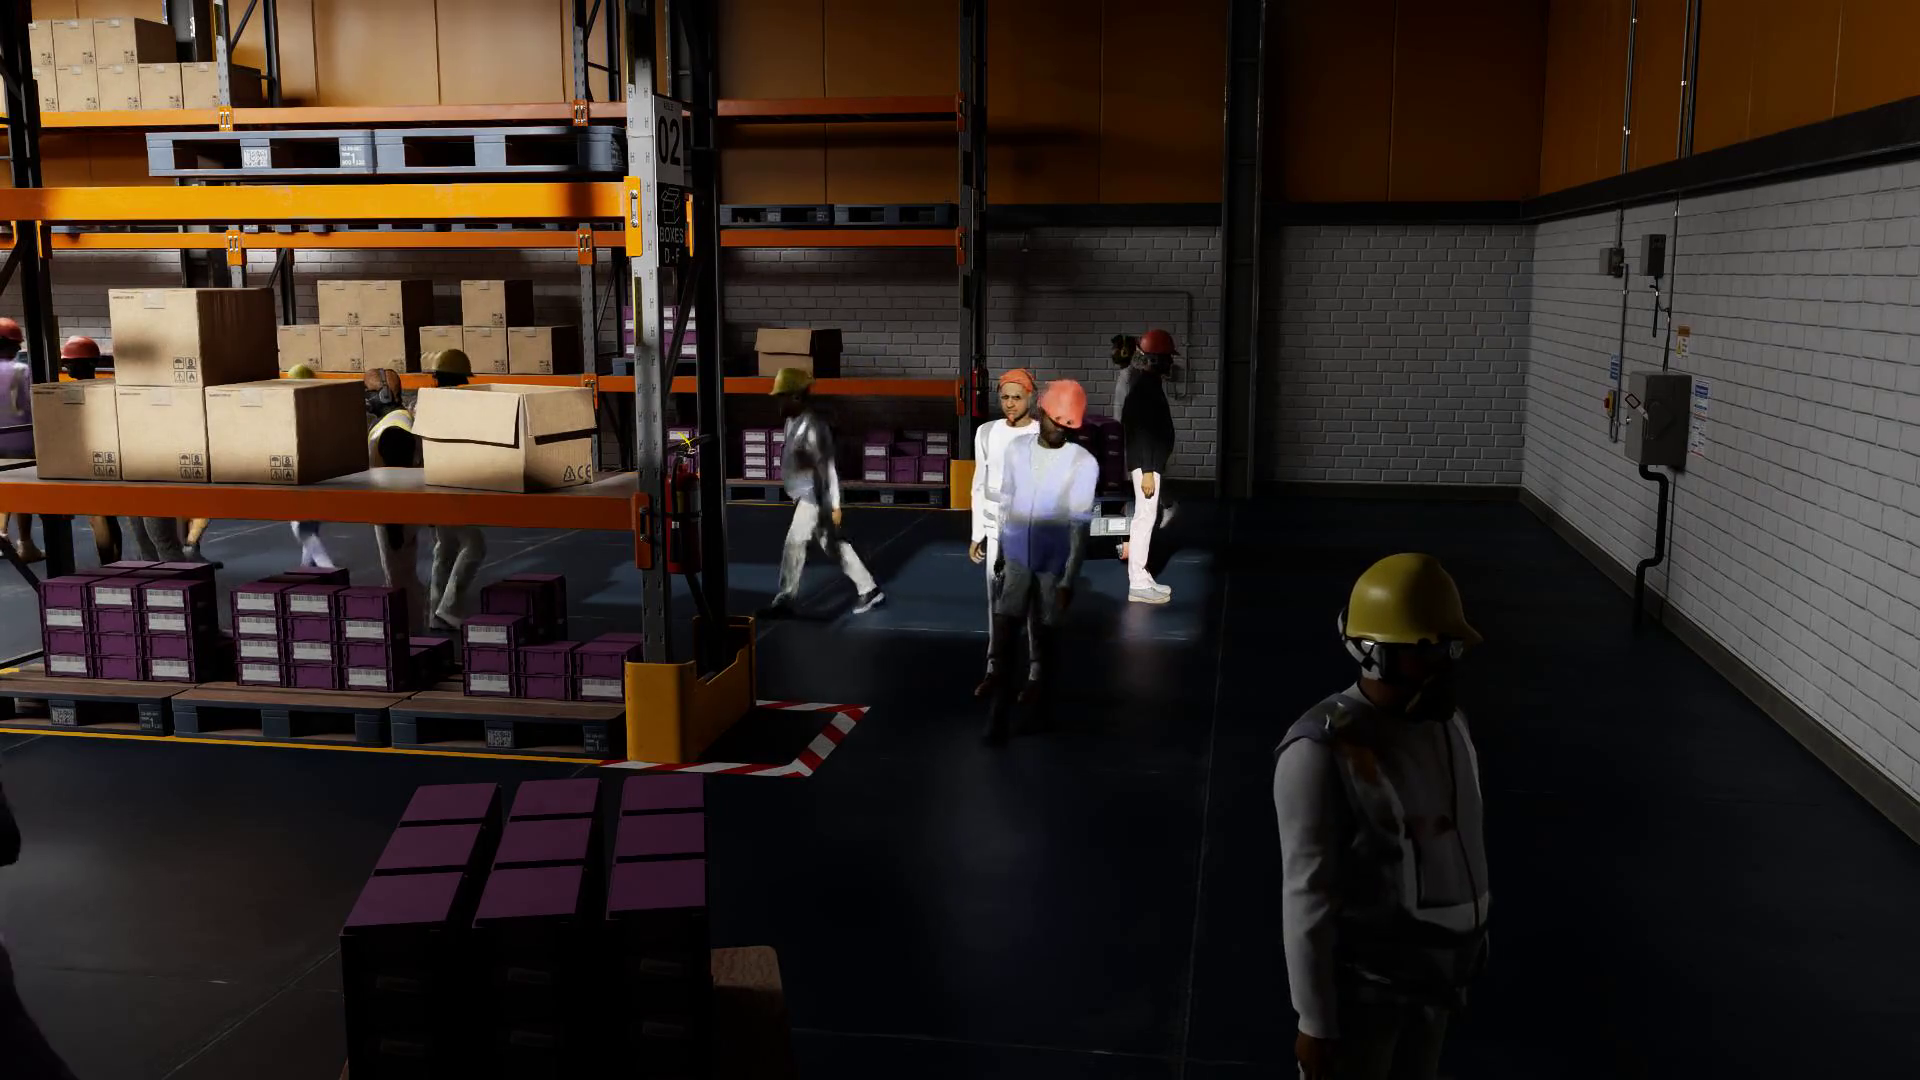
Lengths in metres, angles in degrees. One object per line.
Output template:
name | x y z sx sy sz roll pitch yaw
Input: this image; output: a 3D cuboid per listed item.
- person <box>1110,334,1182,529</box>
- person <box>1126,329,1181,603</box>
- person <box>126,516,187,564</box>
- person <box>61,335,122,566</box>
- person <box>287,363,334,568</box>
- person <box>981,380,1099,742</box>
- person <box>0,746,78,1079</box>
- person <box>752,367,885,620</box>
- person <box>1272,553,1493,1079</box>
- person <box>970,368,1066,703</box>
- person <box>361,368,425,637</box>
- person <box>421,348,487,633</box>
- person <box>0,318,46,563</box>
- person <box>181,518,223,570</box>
person | 1.626 -1.008 15.586 0.865 1.841 0.527 0 9 0
person | 1.408 -0.543 12.197 0.395 1.990 0.625 2 9 10
person | -5.489 -0.362 11.249 0.631 1.940 0.372 7 11 37
person | -6.514 -0.558 12.468 0.361 1.938 0.545 -2 9 -11
person | -4.833 -0.443 12.369 0.801 1.736 0.530 7 12 39
person | 0.395 0.118 8.452 0.630 1.874 0.654 4 10 25
person | -2.592 0.780 4.366 0.932 1.863 0.674 -3 10 -17
person | -0.961 -0.326 11.579 0.944 1.778 0.593 -2 9 -15
person | 0.913 0.931 3.544 0.587 1.835 0.403 -9 13 -43
person | 0.326 -0.025 9.354 0.581 1.879 0.350 5 11 29
person | -3.485 -0.138 10.199 0.430 1.836 0.618 -4 10 -21
person | -3.373 -0.319 11.075 0.485 1.901 0.582 -2 9 -10
person | -7.799 -0.810 13.730 0.632 2.032 0.448 1 9 8
person | -6.142 -0.681 13.348 0.424 1.909 0.558 -6 11 -34
